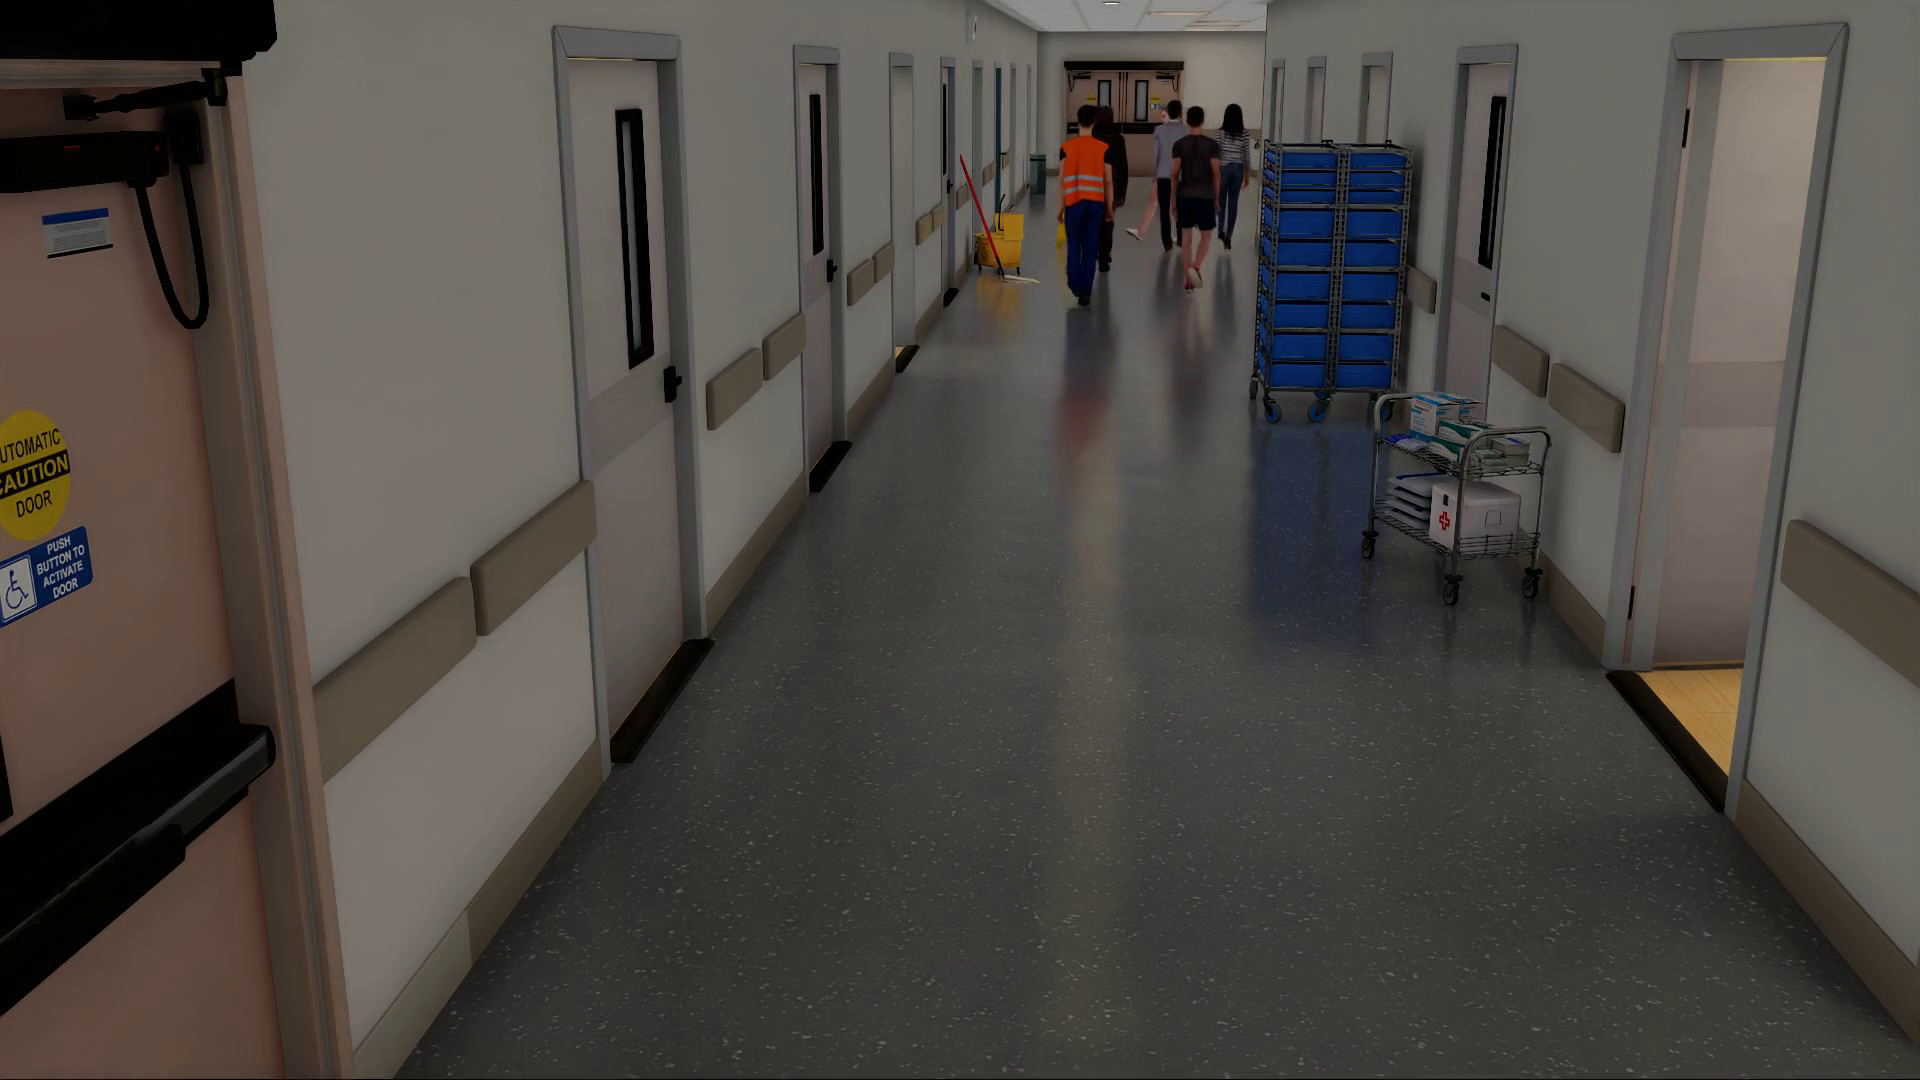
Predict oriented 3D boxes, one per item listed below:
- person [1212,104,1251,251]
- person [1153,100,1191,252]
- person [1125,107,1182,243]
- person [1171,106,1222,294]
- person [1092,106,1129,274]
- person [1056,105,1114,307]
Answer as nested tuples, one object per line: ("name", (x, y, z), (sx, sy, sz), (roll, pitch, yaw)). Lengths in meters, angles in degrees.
("person", (3.337, -4.425, 20.502), (0.634, 1.735, 1.123), (2, 16, 6))
("person", (2.620, -4.498, 20.639), (0.722, 1.818, 1.019), (3, 16, 9))
("person", (2.795, -4.697, 21.540), (0.918, 1.711, 1.086), (-5, 16, -16))
("person", (2.345, -3.382, 16.636), (0.733, 1.842, 0.827), (4, 16, 14))
("person", (1.551, -3.855, 18.372), (0.721, 1.809, 0.747), (2, 16, 8))
("person", (1.176, -3.111, 15.674), (0.755, 1.842, 1.187), (0, 16, 1))
